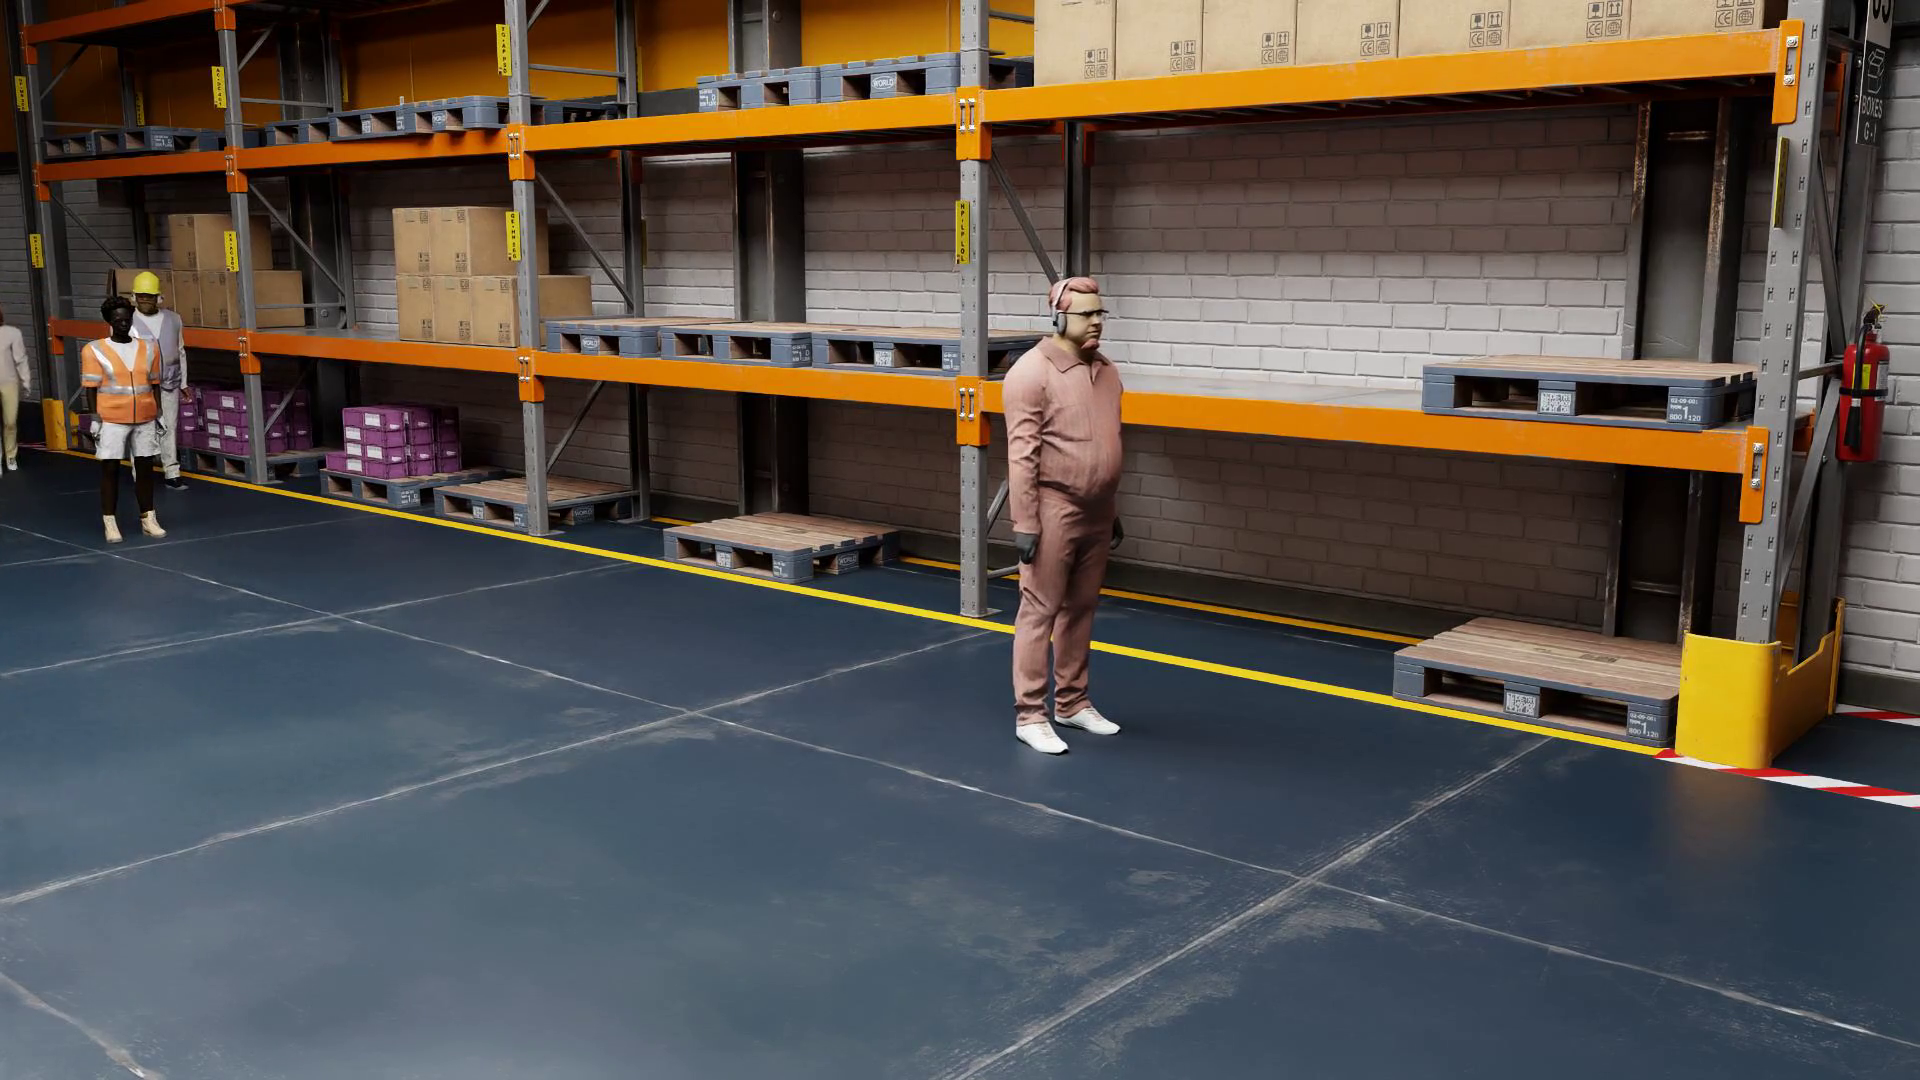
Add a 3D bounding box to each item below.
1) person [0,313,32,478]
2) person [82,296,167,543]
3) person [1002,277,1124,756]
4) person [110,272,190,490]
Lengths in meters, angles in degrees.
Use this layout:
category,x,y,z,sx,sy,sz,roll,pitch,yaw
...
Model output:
category,x,y,z,sx,sy,sz,roll,pitch,yaw
person,-8.628,-1.379,14.911,0.511,1.593,0.841,-6,12,-31
person,-5.761,-0.833,11.502,0.320,1.695,0.537,9,13,42
person,0.460,-0.103,6.751,0.400,1.907,0.644,9,13,42
person,-6.679,-1.298,13.779,0.403,1.826,0.594,9,13,42
